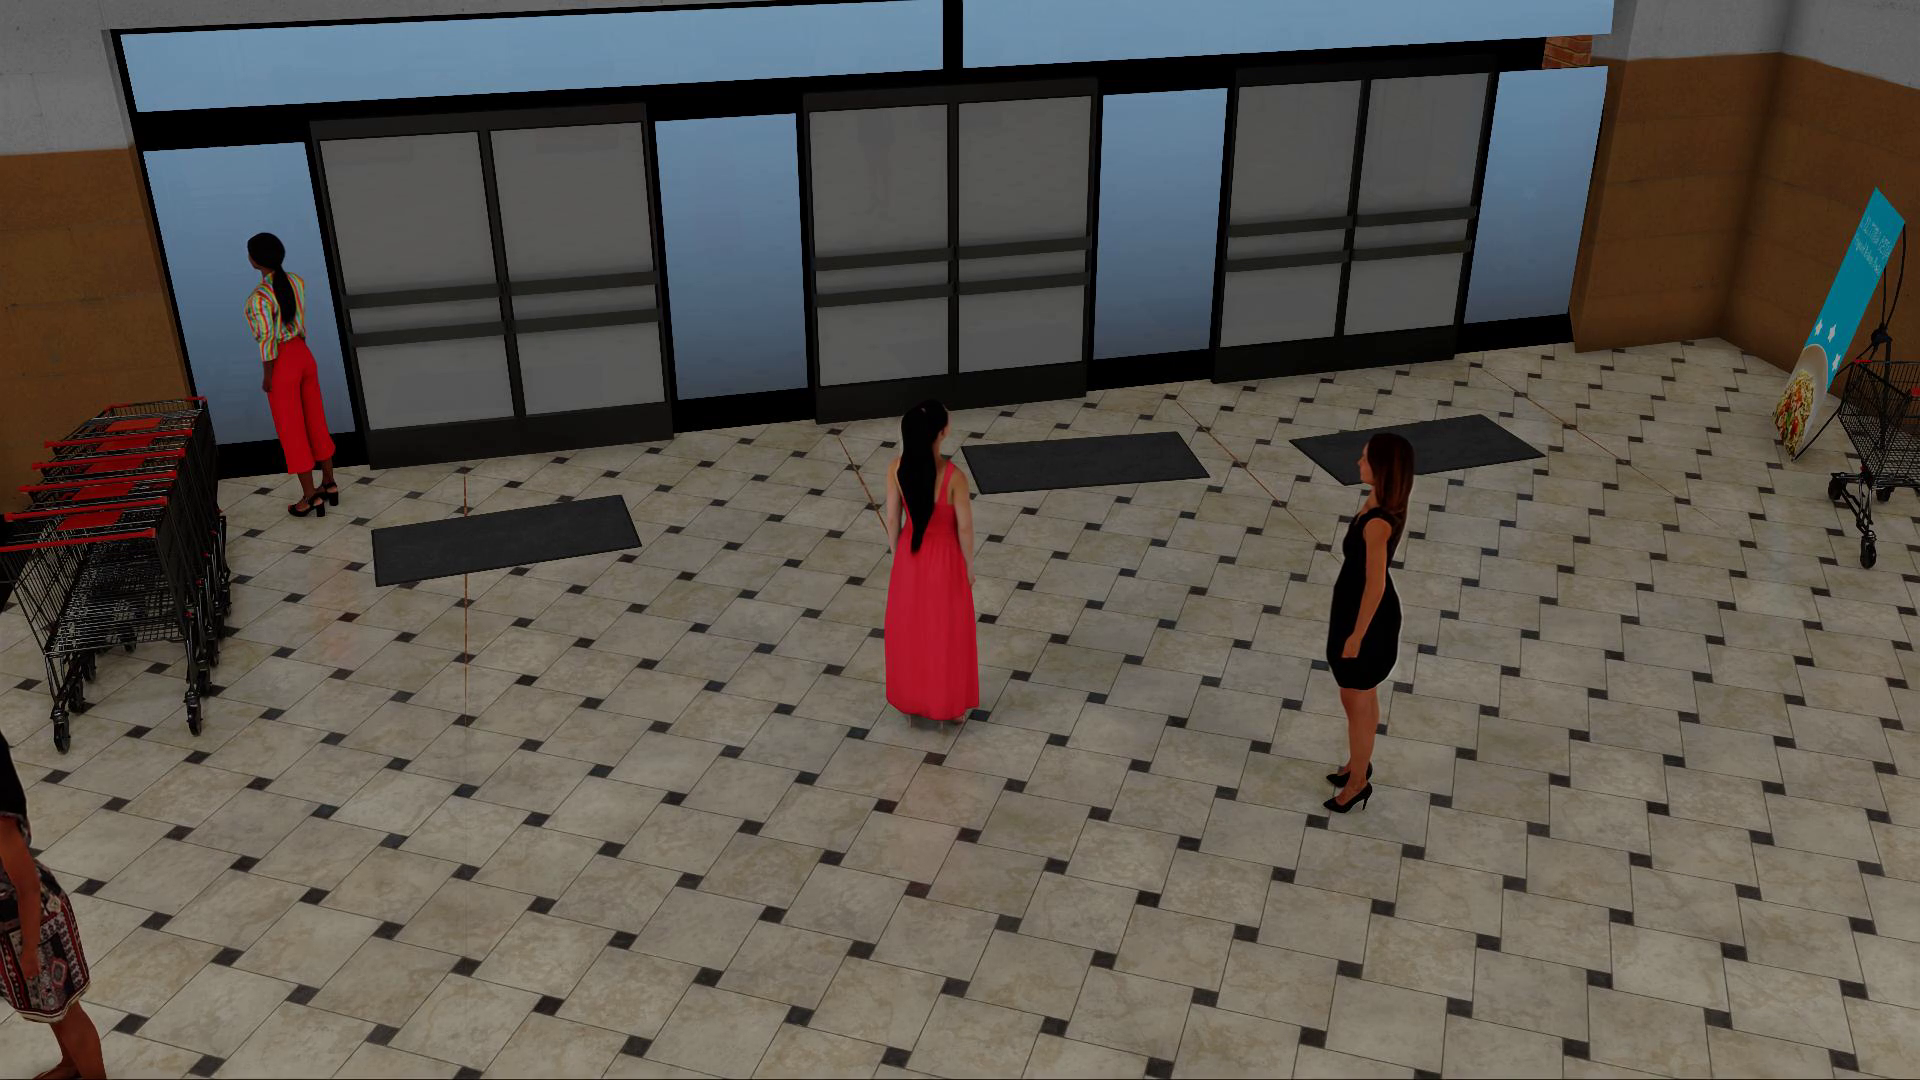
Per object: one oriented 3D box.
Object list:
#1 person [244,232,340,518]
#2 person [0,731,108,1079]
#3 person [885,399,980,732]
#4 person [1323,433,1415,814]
[{"bbox_3d":[-4.060,-0.996,10.088,0.739,1.793,0.634,7,28,14],"label":"person"},{"bbox_3d":[-3.217,1.302,5.720,0.785,1.645,0.642,-23,35,-37],"label":"person"},{"bbox_3d":[-0.143,0.135,7.932,0.714,1.726,0.747,9,28,18],"label":"person"},{"bbox_3d":[1.782,0.385,7.320,0.722,1.835,0.625,8,28,16],"label":"person"}]
